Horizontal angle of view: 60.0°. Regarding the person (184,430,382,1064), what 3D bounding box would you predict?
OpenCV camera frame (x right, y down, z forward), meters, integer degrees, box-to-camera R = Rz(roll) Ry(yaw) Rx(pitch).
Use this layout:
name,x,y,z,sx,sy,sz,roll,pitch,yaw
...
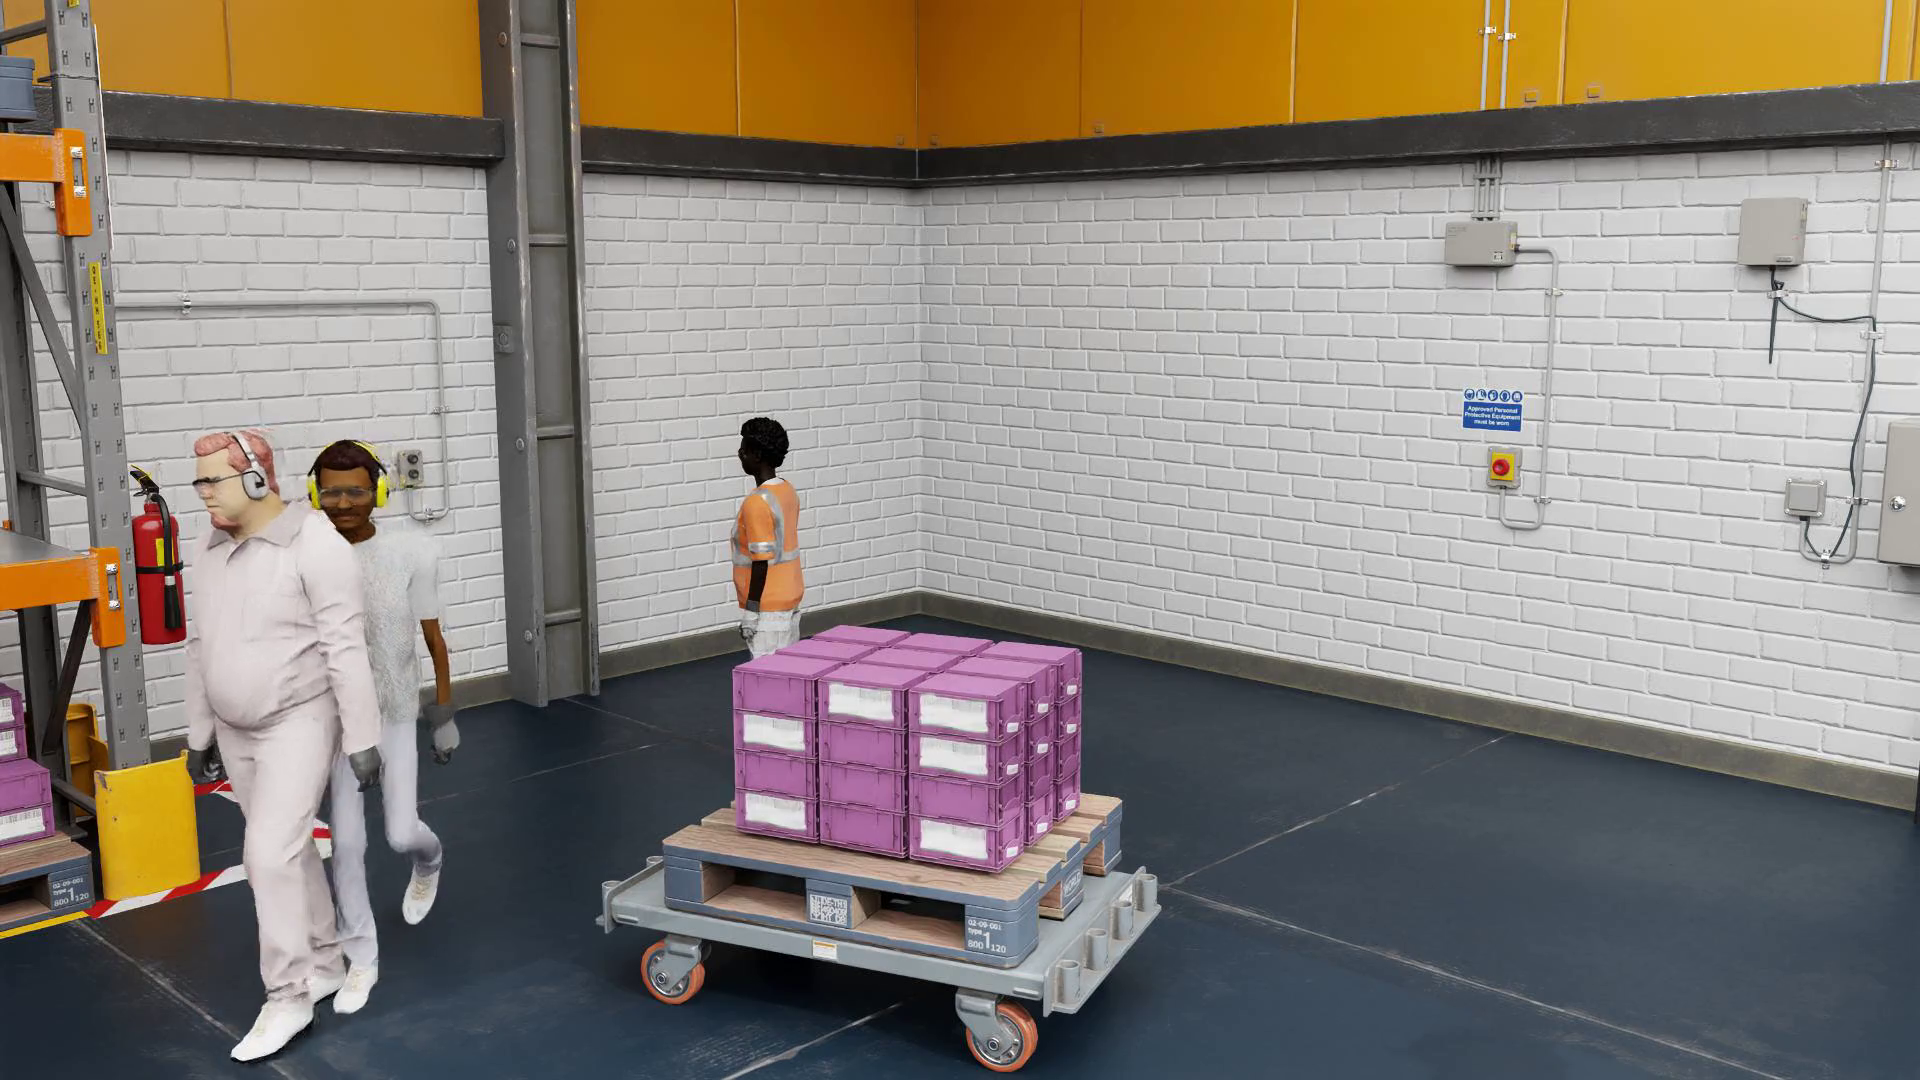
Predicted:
name,x,y,z,sx,sy,sz,roll,pitch,yaw
person,-2.168,0.613,5.052,0.666,1.876,0.741,4,10,25

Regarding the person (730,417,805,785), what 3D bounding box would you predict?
name,x,y,z,sx,sy,sz,roll,pitch,yaw
person,-0.882,0.285,7.621,0.318,1.696,0.532,1,9,8

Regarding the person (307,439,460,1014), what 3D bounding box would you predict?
name,x,y,z,sx,sy,sz,roll,pitch,yaw
person,-1.916,0.562,5.505,0.519,1.841,0.691,0,9,-3
